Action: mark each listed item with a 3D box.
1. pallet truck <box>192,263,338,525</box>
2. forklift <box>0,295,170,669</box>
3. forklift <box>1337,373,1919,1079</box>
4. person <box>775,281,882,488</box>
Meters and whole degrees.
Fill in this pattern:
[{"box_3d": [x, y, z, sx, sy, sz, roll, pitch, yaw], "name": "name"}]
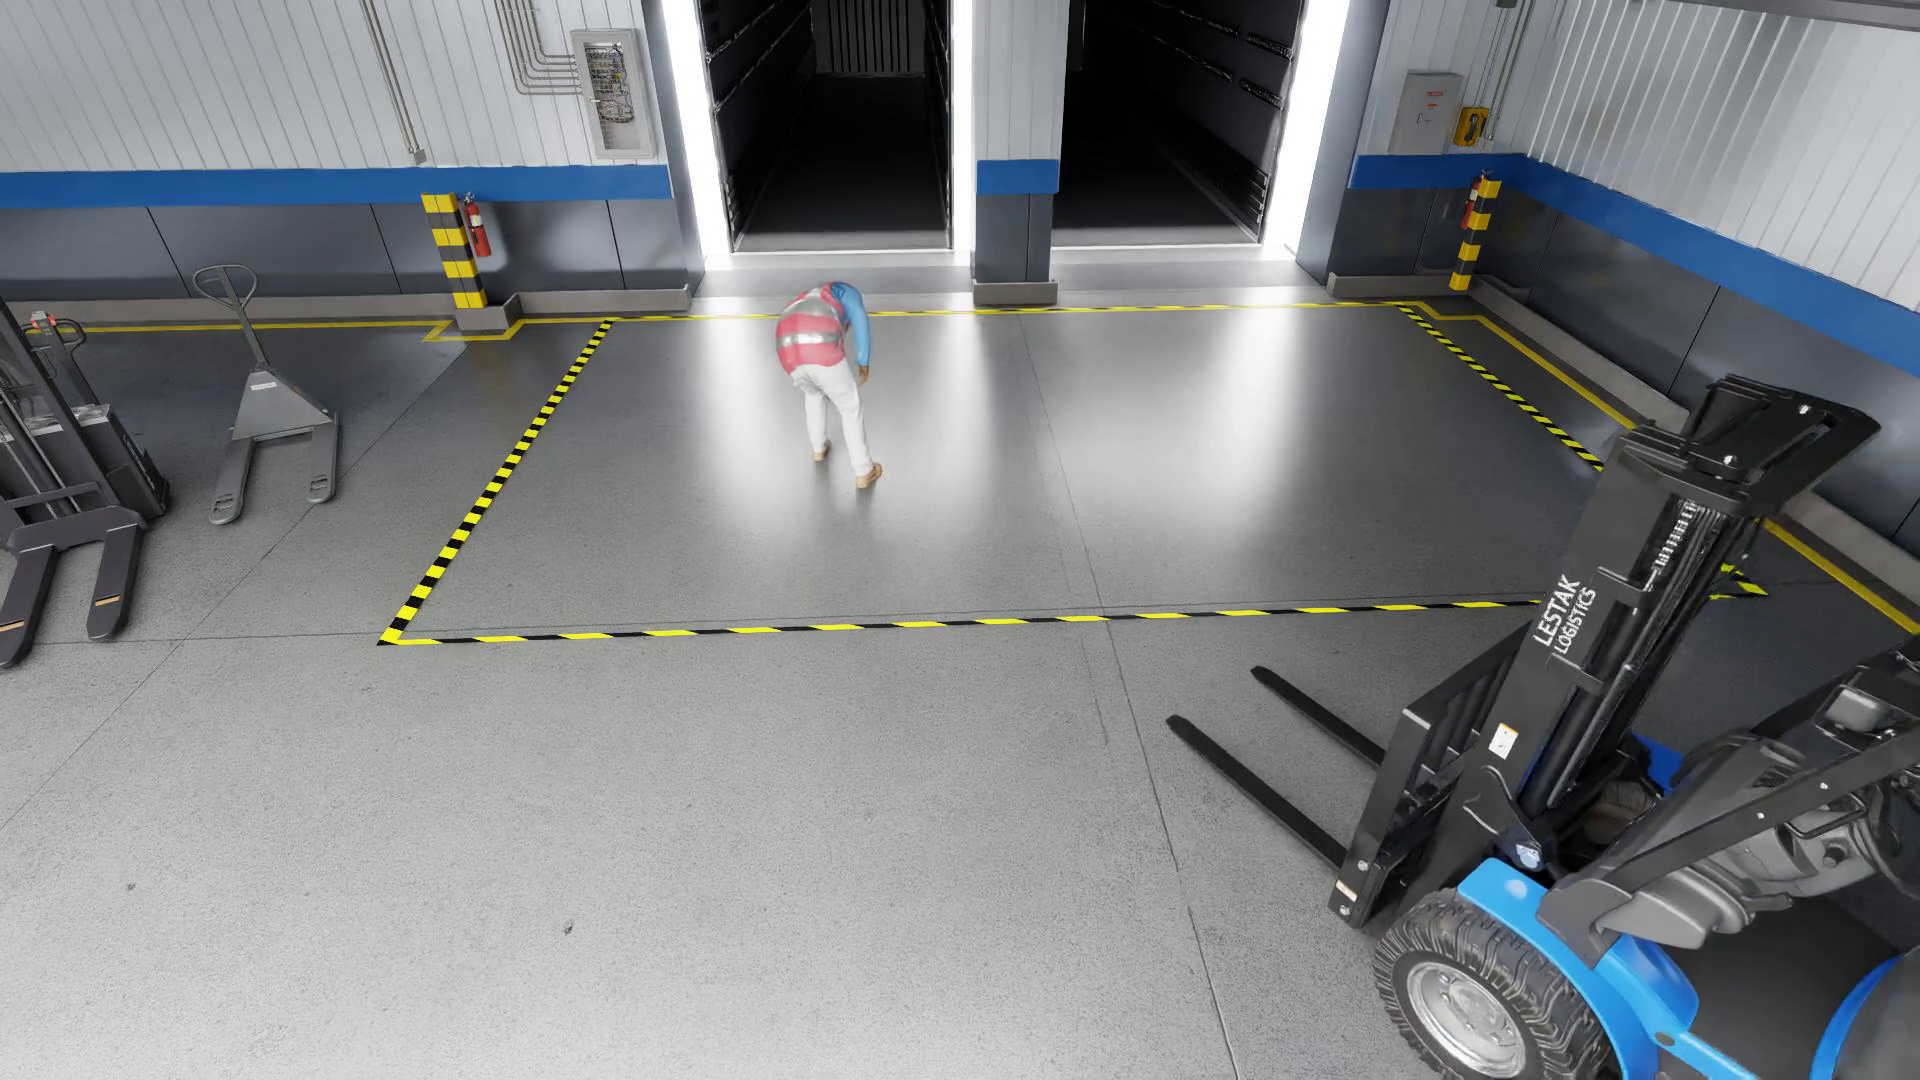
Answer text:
[{"box_3d": [-4.778, -1.027, 6.128, 0.680, 1.201, 1.601, -17, 38, -23], "name": "pallet truck"}, {"box_3d": [-5.212, -0.618, 4.878, 0.823, 1.965, 1.885, -20, 39, -26], "name": "forklift"}, {"box_3d": [2.590, 1.015, 2.221, 1.157, 2.036, 2.680, -22, 40, -28], "name": "forklift"}, {"box_3d": [-0.848, -1.125, 6.293, 0.921, 1.258, 0.892, 22, 40, 28], "name": "person"}]
